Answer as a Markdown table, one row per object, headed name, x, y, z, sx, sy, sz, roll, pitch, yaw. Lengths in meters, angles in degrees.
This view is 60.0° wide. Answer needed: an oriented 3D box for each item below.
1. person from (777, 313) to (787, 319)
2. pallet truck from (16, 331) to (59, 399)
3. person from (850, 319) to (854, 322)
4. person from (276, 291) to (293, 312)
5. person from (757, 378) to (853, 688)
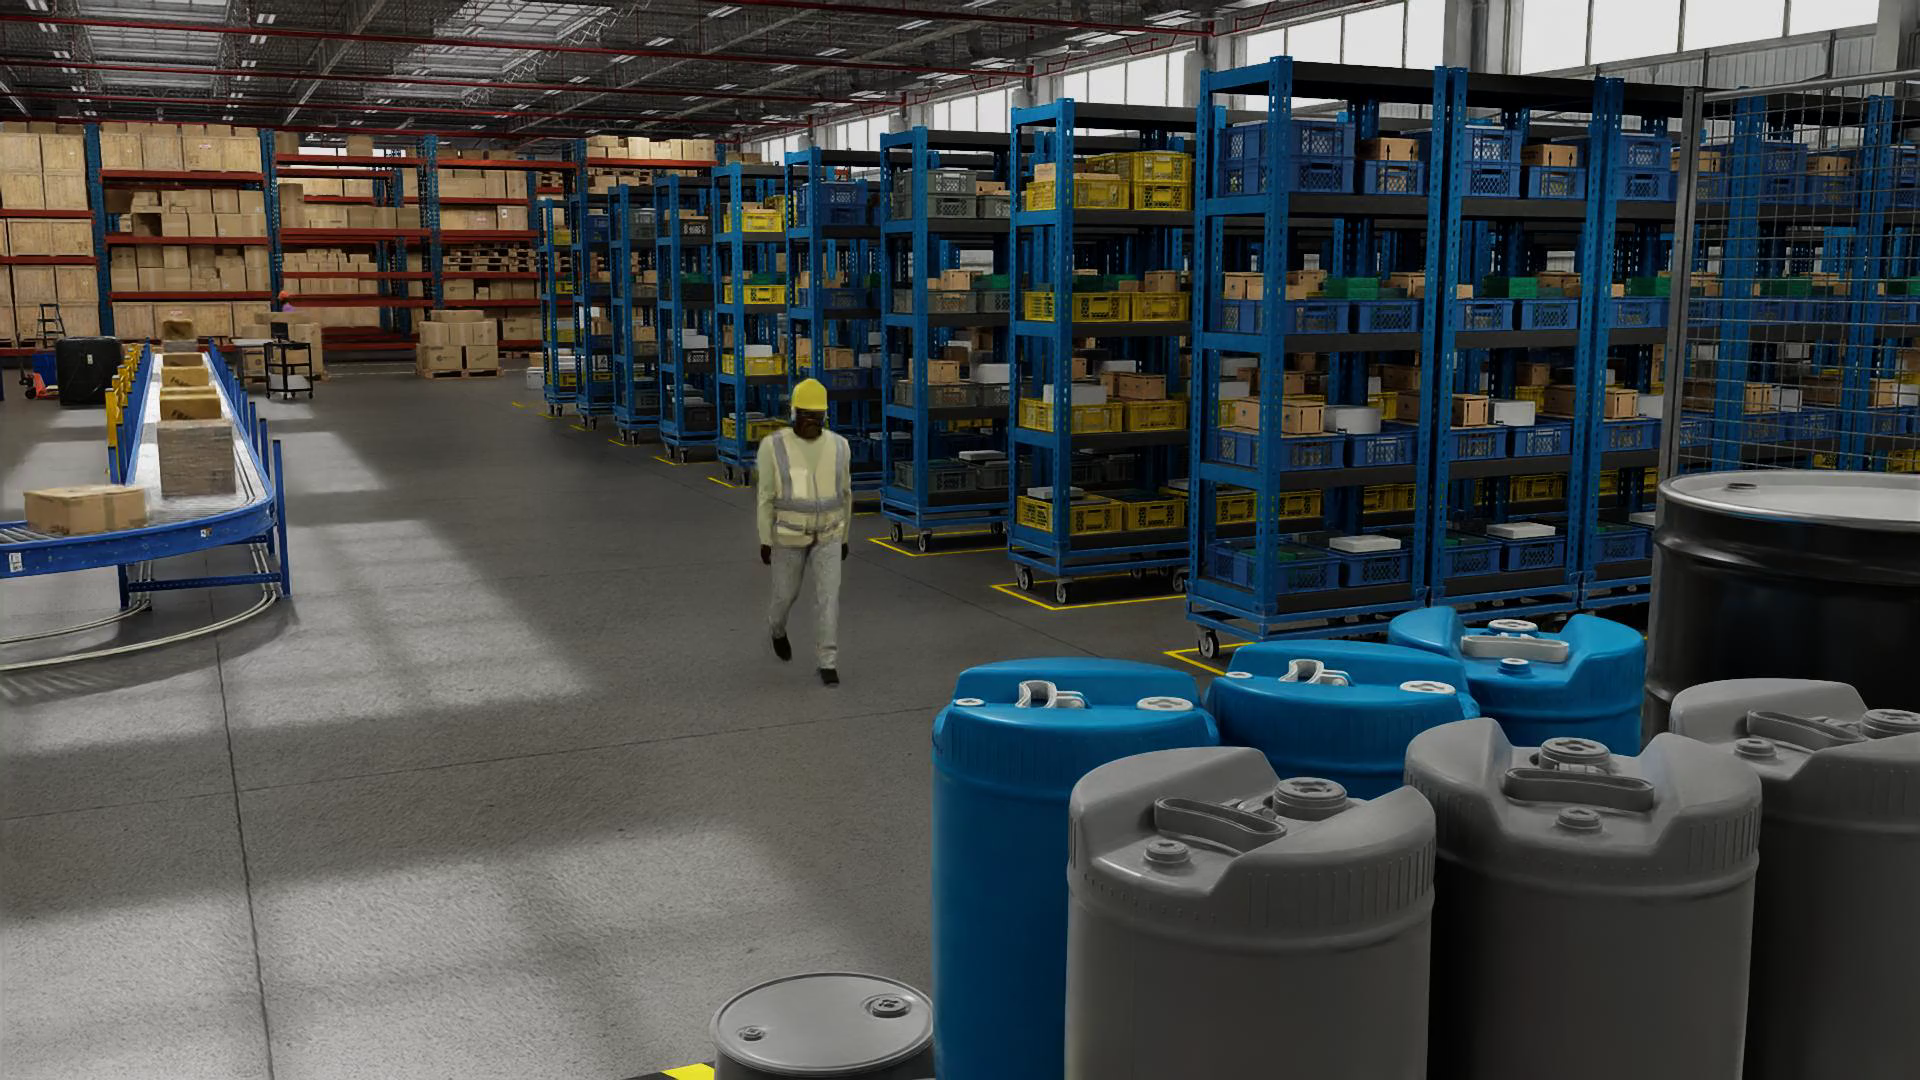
| name | x | y | z | sx | sy | sz | roll | pitch | yaw |
| --- | --- | --- | --- | --- | --- | --- | --- | --- | --- |
| person | -4.972 | -6.005 | 46.224 | 0.602 | 1.949 | 0.395 | 5 | 10 | 27 |
| pallet truck | -17.082 | -3.353 | 31.781 | 1.630 | 1.274 | 0.653 | -4 | 10 | -25 |
| person | -3.394 | -6.934 | 52.694 | 0.535 | 1.729 | 0.883 | -5 | 10 | -27 |
| person | -17.128 | -5.362 | 42.310 | 0.415 | 1.924 | 0.575 | -5 | 10 | -26 |
| person | -0.935 | -0.069 | 9.893 | 0.599 | 1.803 | 0.814 | -3 | 10 | -20 |
